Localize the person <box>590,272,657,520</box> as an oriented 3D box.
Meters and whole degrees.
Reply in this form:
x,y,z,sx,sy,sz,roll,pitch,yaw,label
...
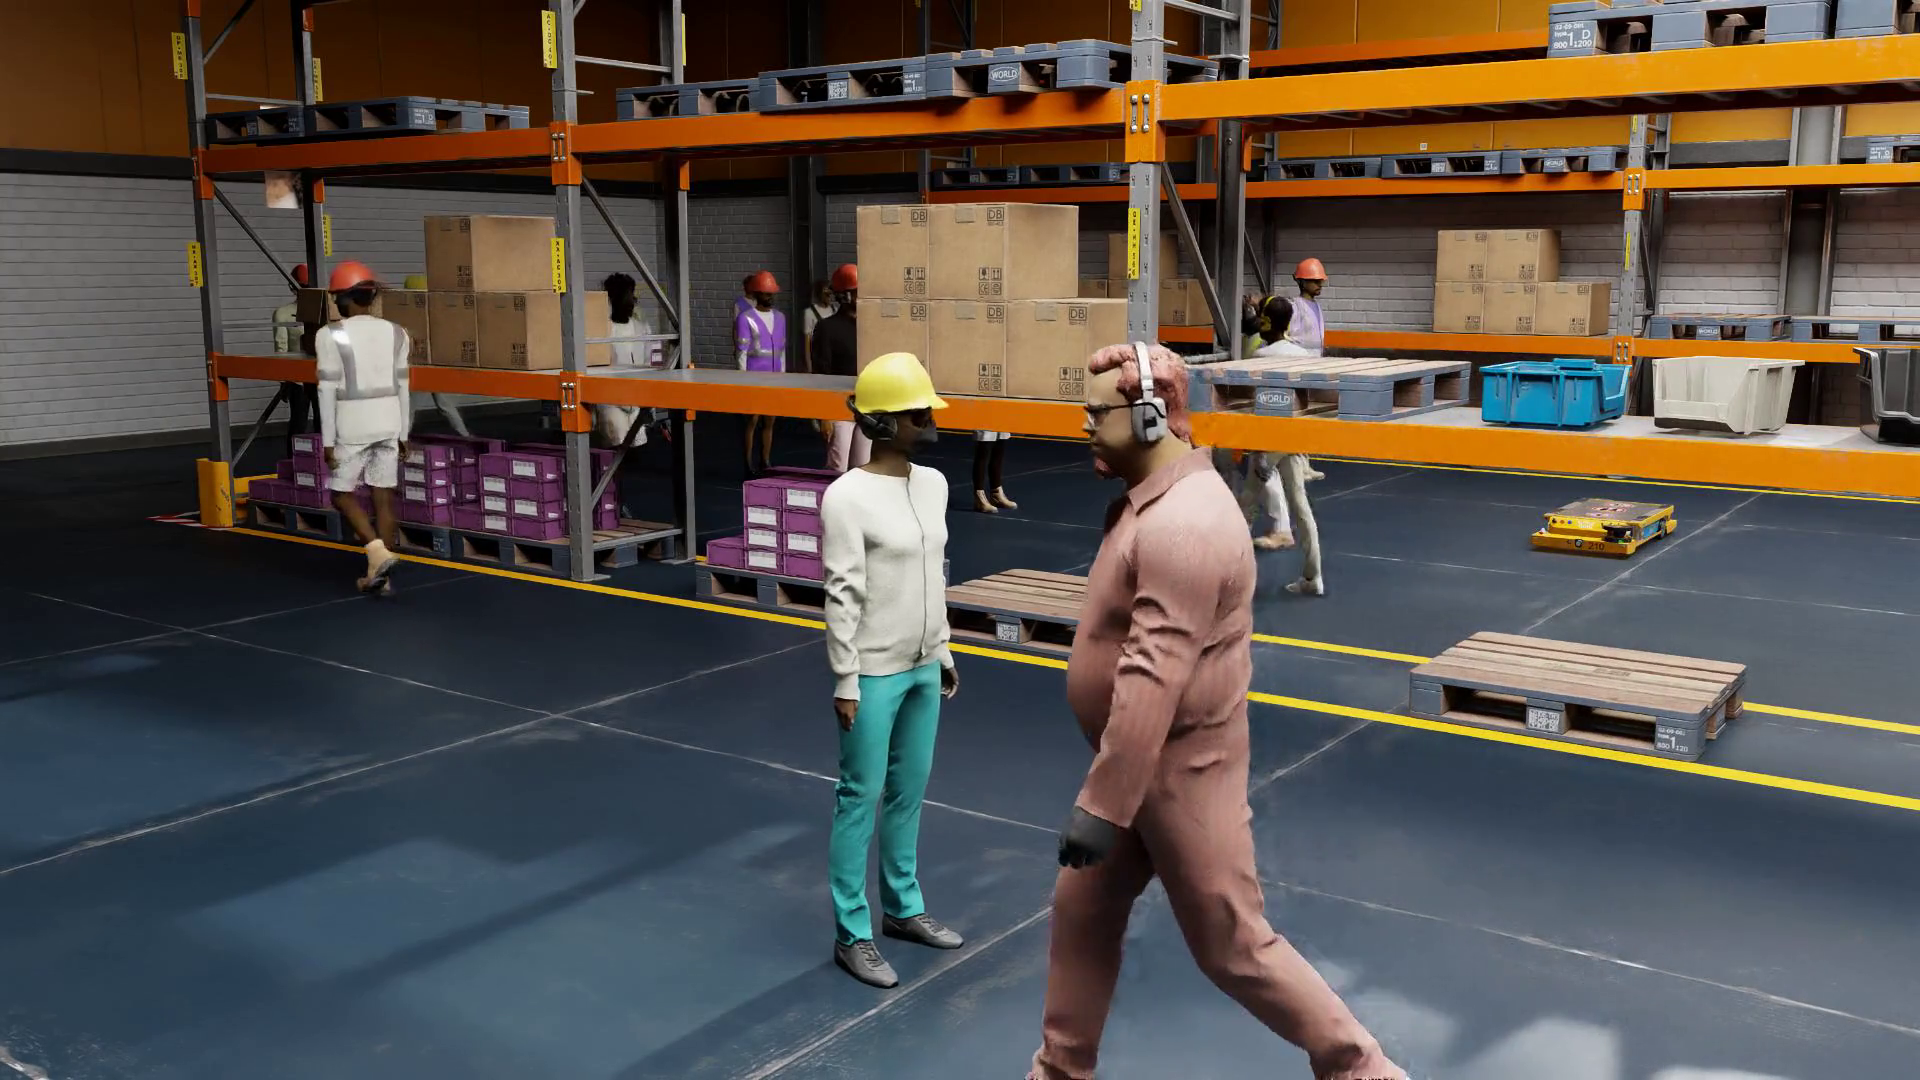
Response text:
x,y,z,sx,sy,sz,roll,pitch,yaw,label
-2.652,-1.055,12.618,0.742,1.948,0.617,8,12,38,person

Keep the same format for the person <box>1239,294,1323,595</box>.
x,y,z,sx,sy,sz,roll,pitch,yaw,label
1.925,-0.593,10.253,0.522,1.811,1.002,-6,11,-32,person

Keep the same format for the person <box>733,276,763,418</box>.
x,y,z,sx,sy,sz,roll,pitch,yaw,label
-2.727,-2.493,21.546,0.418,1.831,0.588,6,11,33,person

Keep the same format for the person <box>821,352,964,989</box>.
x,y,z,sx,sy,sz,roll,pitch,yaw,label
-0.180,0.358,4.719,0.307,1.770,0.533,7,12,34,person

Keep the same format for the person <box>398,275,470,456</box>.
x,y,z,sx,sy,sz,roll,pitch,yaw,label
-5.565,-1.815,17.359,0.611,1.879,1.002,8,12,39,person

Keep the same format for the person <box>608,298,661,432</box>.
x,y,z,sx,sy,sz,roll,pitch,yaw,label
-3.711,-2.033,18.932,0.545,1.784,0.624,-1,10,-6,person

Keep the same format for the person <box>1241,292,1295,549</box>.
x,y,z,sx,sy,sz,roll,pitch,yaw,label
2.150,-0.830,11.690,0.510,1.804,0.646,-2,10,-13,person

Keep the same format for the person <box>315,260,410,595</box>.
x,y,z,sx,sy,sz,roll,pitch,yaw,label
-3.538,-0.651,9.951,0.536,2.027,0.616,8,12,40,person

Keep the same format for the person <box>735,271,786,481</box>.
x,y,z,sx,sy,sz,roll,pitch,yaw,label
-1.790,-1.482,15.239,0.442,1.923,0.575,9,13,43,person

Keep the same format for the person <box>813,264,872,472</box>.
x,y,z,sx,sy,sz,roll,pitch,yaw,label
-0.754,-0.879,11.404,0.378,1.995,0.622,7,12,34,person

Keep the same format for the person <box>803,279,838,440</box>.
x,y,z,sx,sy,sz,roll,pitch,yaw,label
-1.577,-2.032,18.774,0.523,1.825,0.529,8,12,40,person

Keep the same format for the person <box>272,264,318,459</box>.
x,y,z,sx,sy,sz,roll,pitch,yaw,label
-5.691,-1.411,14.573,0.384,1.993,0.622,7,12,34,person

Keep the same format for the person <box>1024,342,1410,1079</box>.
x,y,z,sx,sy,sz,roll,pitch,yaw,label
0.522,0.492,3.674,0.984,1.864,0.631,-1,10,-4,person

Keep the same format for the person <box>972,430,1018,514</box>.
x,y,z,sx,sy,sz,roll,pitch,yaw,label
0.279,-1.068,13.416,0.315,1.698,0.541,7,12,34,person

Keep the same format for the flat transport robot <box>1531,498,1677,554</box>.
x,y,z,sx,sy,sz,roll,pitch,yaw,label
4.663,-0.116,11.991,0.652,0.197,1.431,7,12,35,flat transport robot

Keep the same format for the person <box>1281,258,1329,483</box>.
x,y,z,sx,sy,sz,roll,pitch,yaw,label
3.176,-1.547,15.233,0.369,2.044,0.615,7,12,34,person
